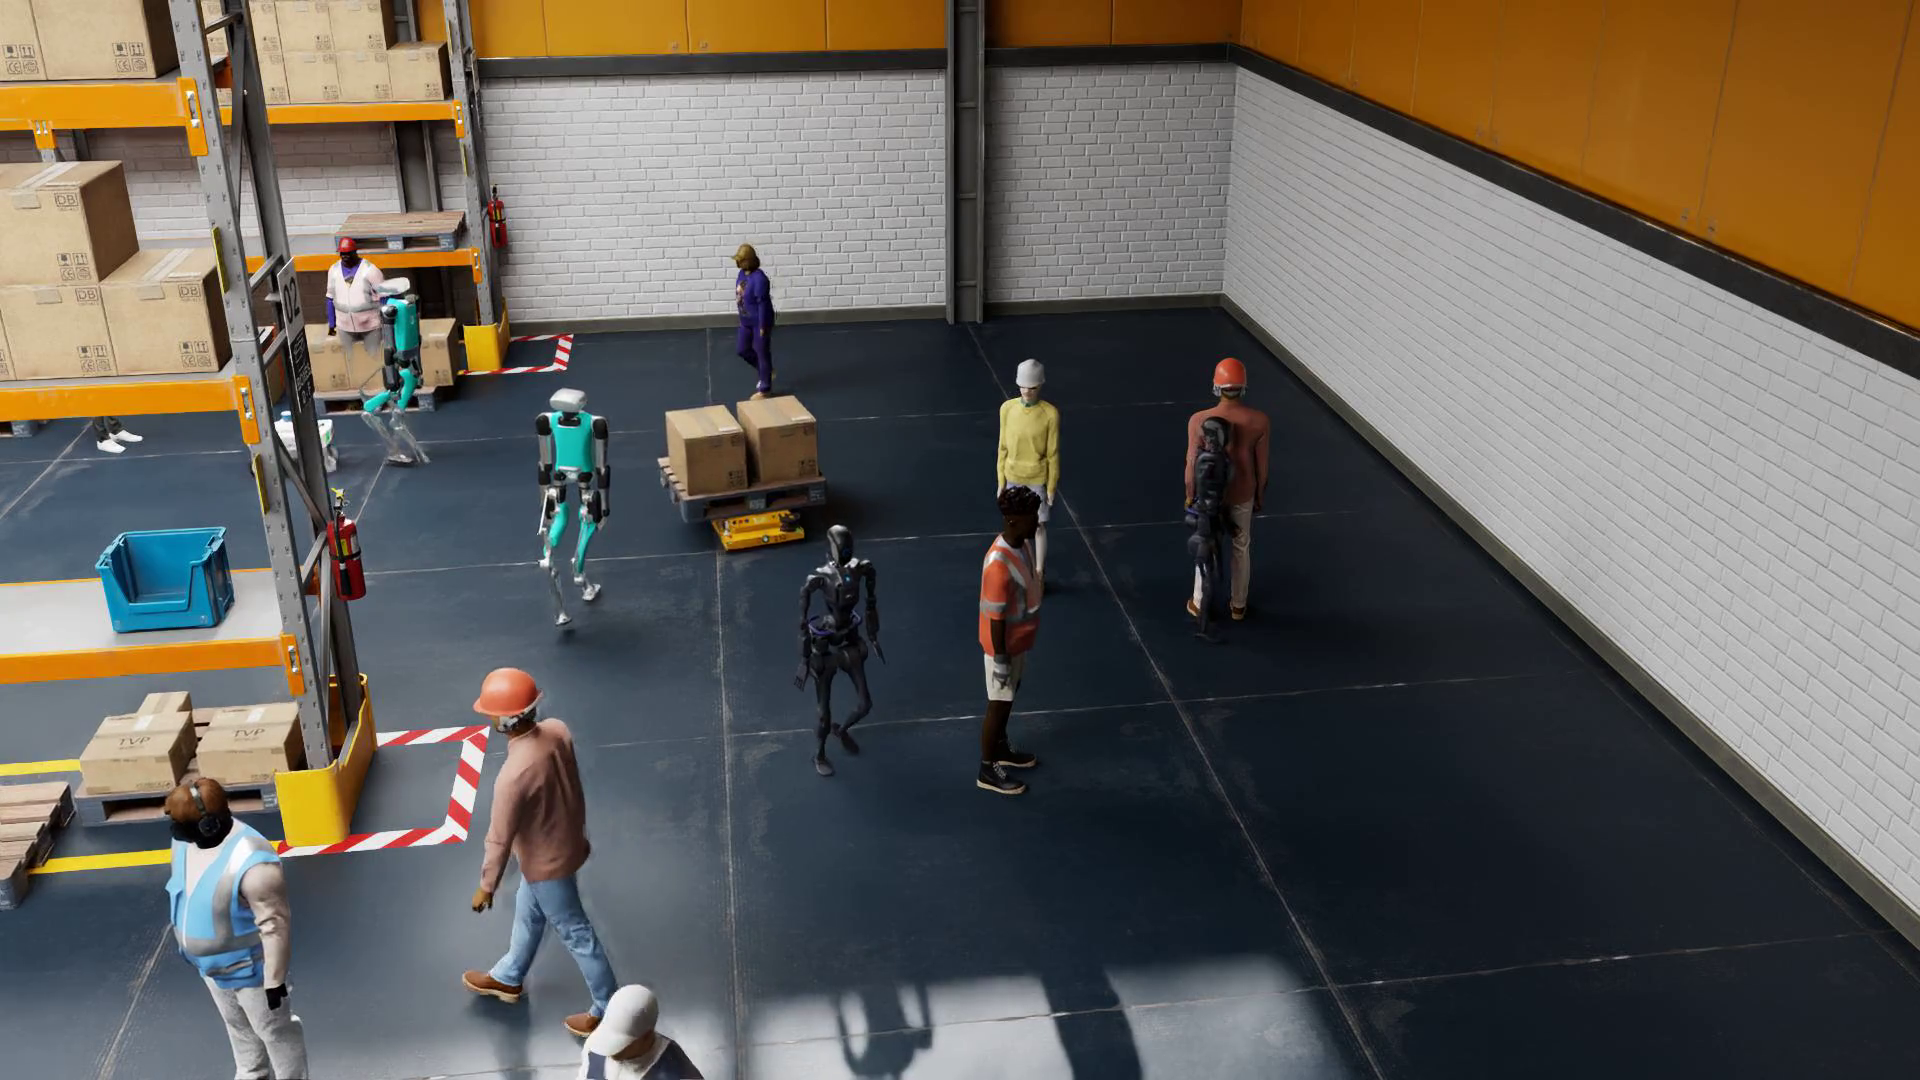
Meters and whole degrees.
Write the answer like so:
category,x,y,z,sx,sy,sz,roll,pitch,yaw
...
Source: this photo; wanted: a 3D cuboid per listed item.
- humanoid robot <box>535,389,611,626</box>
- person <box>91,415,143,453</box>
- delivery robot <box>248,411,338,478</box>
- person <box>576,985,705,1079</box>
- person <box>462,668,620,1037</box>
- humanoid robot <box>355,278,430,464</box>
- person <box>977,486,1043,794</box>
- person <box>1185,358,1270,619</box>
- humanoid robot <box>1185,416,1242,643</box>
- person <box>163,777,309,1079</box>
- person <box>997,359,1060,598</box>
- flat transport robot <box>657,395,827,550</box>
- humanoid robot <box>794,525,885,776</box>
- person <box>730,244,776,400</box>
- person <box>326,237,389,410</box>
category,x,y,z,sx,sy,sz,roll,pitch,yaw
humanoid robot,-2.831,-0.143,11.980,0.539,1.783,1.035,2,24,4
person,-7.952,-1.750,15.393,0.336,1.872,0.516,3,24,8
delivery robot,-6.029,-0.881,15.012,0.739,0.566,0.499,-7,25,-15
person,-1.164,2.324,6.277,0.736,1.731,0.730,17,29,34
person,-2.075,1.497,7.890,0.986,1.942,0.627,2,24,4
humanoid robot,-5.133,-1.469,14.926,0.765,1.792,0.549,5,24,11
person,0.302,0.586,9.961,0.367,1.959,0.604,6,24,13
person,1.921,-0.353,12.056,0.607,1.996,0.376,-1,24,-2
humanoid robot,1.801,-0.086,11.844,0.347,1.662,0.600,11,26,24
person,-3.157,1.834,7.269,0.622,1.838,0.431,15,28,30
person,0.512,-0.458,12.443,0.480,1.887,0.403,7,25,16
flat transport robot,-1.836,-0.300,14.080,0.659,0.231,1.431,-9,25,-20
humanoid robot,-0.760,0.642,10.185,0.611,1.644,0.390,-17,29,-33
person,-2.075,-2.183,16.692,0.426,1.605,0.481,-21,31,-39
person,-5.914,-2.119,16.377,0.622,1.751,0.420,0,24,-1
